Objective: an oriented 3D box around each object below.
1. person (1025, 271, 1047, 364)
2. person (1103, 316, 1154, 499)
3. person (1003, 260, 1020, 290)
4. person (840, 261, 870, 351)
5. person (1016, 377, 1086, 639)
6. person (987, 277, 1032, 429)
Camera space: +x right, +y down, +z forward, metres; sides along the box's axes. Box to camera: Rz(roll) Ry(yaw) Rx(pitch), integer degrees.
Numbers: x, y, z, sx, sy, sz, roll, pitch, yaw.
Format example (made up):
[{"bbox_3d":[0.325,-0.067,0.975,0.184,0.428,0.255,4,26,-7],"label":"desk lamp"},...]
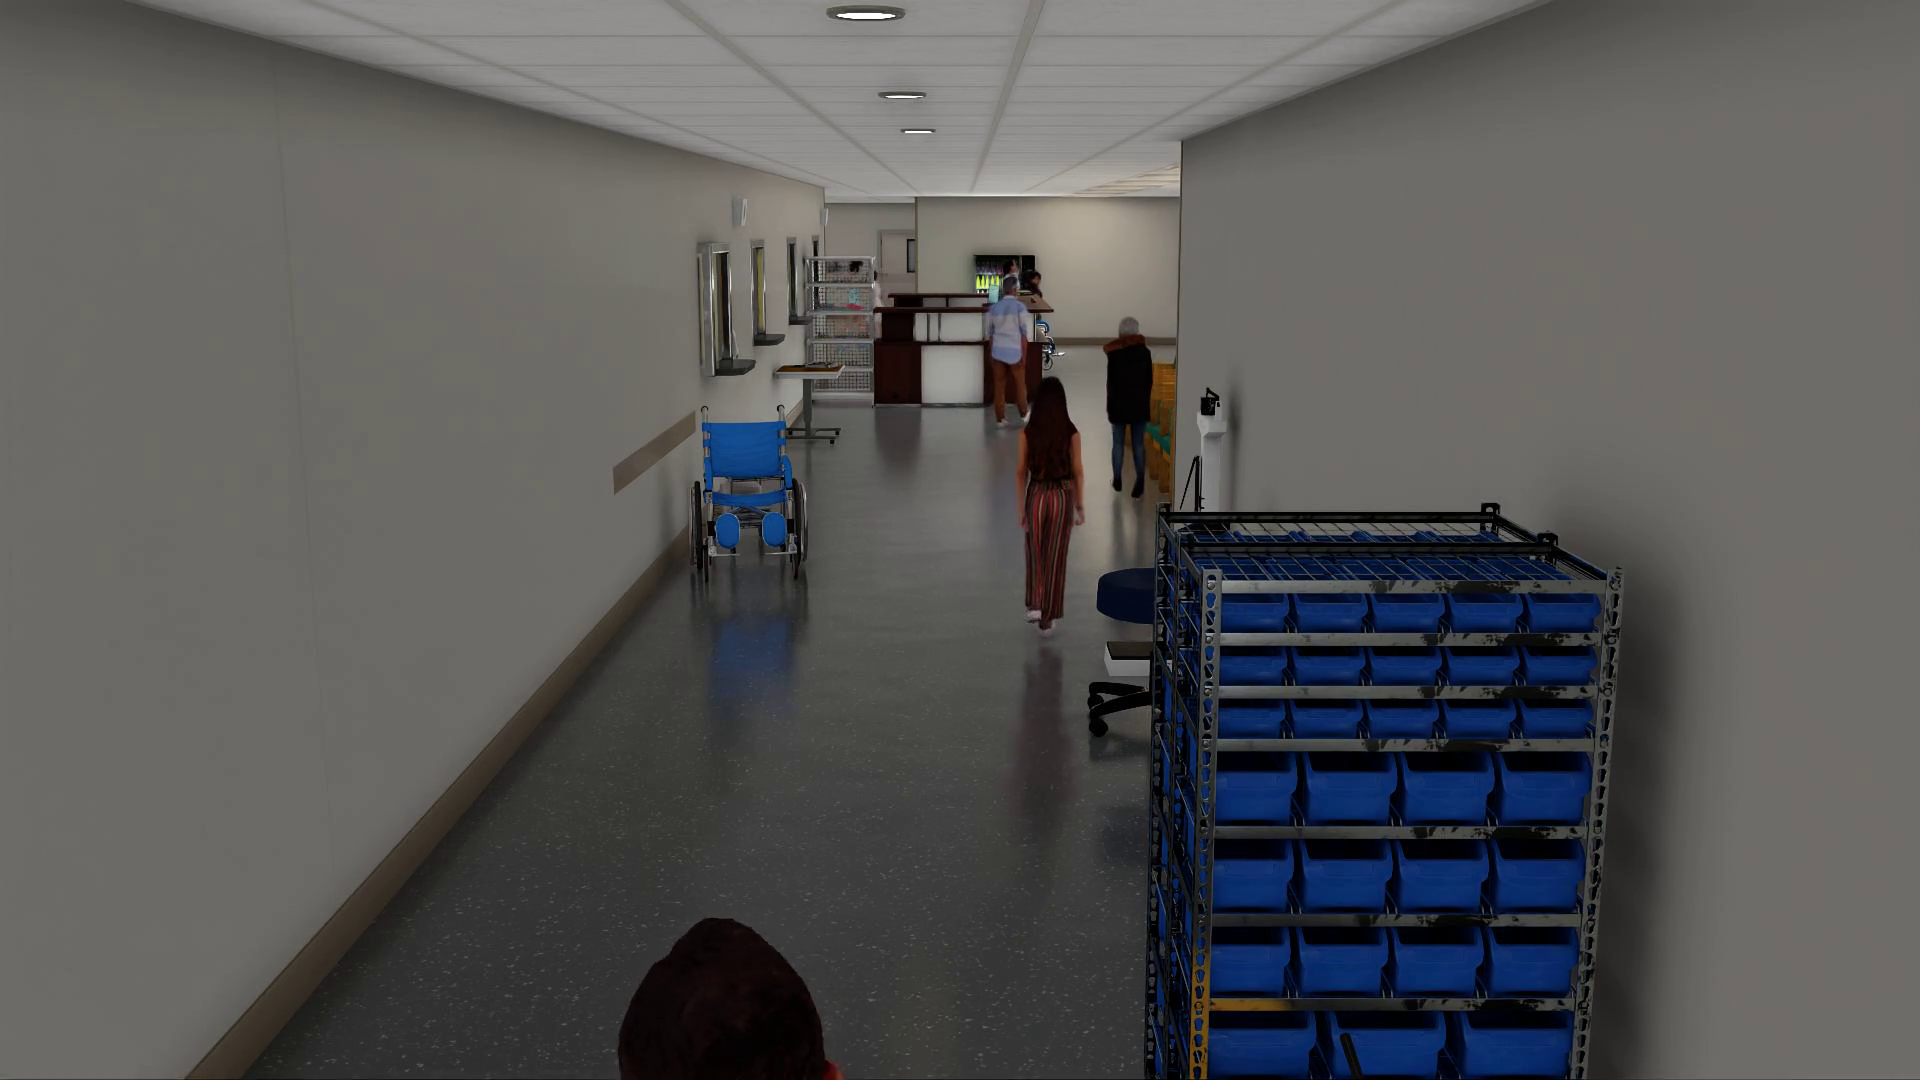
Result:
[{"bbox_3d":[1.208,-3.894,29.238,0.911,1.616,0.812,3,11,16],"label":"person"},{"bbox_3d":[1.543,-1.173,14.918,0.969,1.609,0.733,-1,11,-5],"label":"person"},{"bbox_3d":[0.826,-4.105,29.875,1.075,1.792,0.698,-1,11,-4],"label":"person"},{"bbox_3d":[-2.054,-4.483,32.032,1.125,1.731,1.097,8,13,35],"label":"person"},{"bbox_3d":[0.528,-0.184,9.860,0.598,1.551,0.663,2,11,9],"label":"person"},{"bbox_3d":[0.553,-2.233,20.008,1.079,1.794,0.997,4,12,21],"label":"person"}]
